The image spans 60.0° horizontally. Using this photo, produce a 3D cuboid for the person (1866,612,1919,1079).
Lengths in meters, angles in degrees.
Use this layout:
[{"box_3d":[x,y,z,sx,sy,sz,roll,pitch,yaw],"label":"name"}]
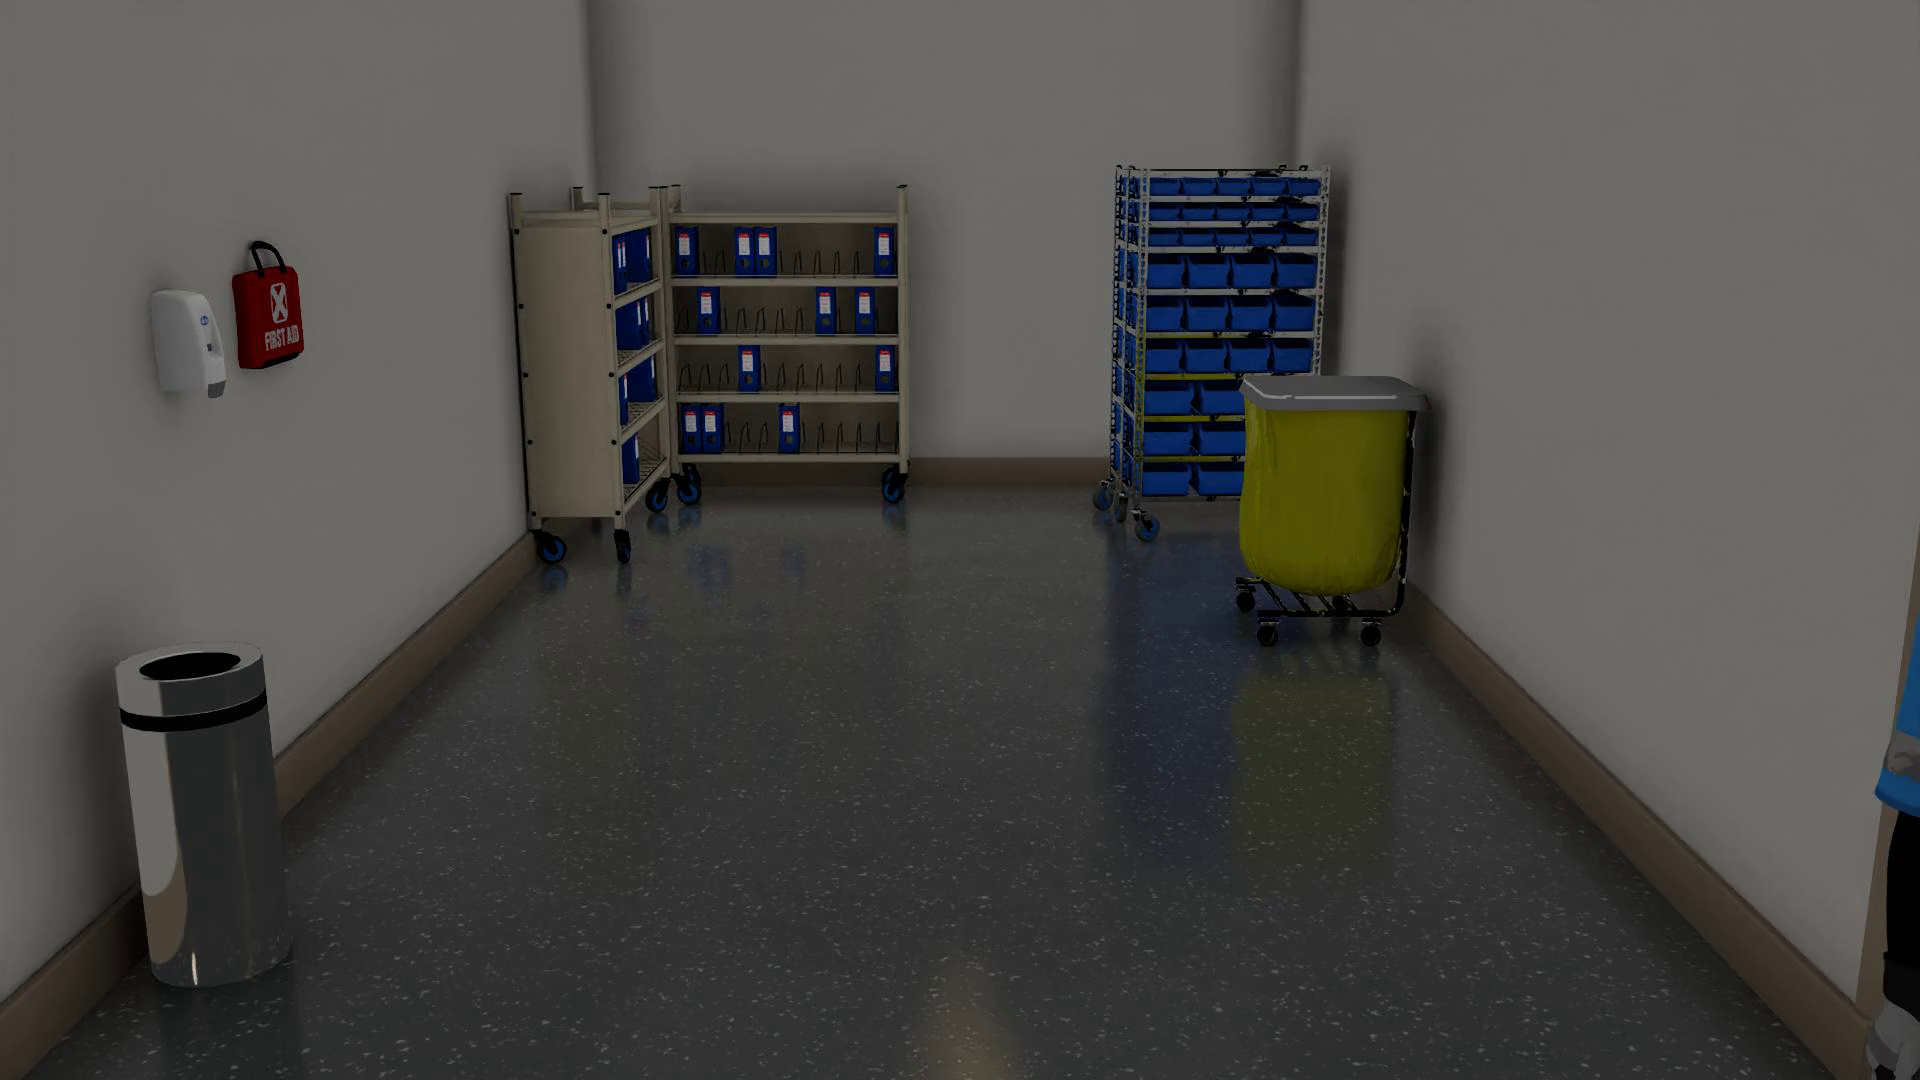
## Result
[{"box_3d":[1.322,0.564,1.911,0.535,1.699,0.318,4,14,16],"label":"person"}]
